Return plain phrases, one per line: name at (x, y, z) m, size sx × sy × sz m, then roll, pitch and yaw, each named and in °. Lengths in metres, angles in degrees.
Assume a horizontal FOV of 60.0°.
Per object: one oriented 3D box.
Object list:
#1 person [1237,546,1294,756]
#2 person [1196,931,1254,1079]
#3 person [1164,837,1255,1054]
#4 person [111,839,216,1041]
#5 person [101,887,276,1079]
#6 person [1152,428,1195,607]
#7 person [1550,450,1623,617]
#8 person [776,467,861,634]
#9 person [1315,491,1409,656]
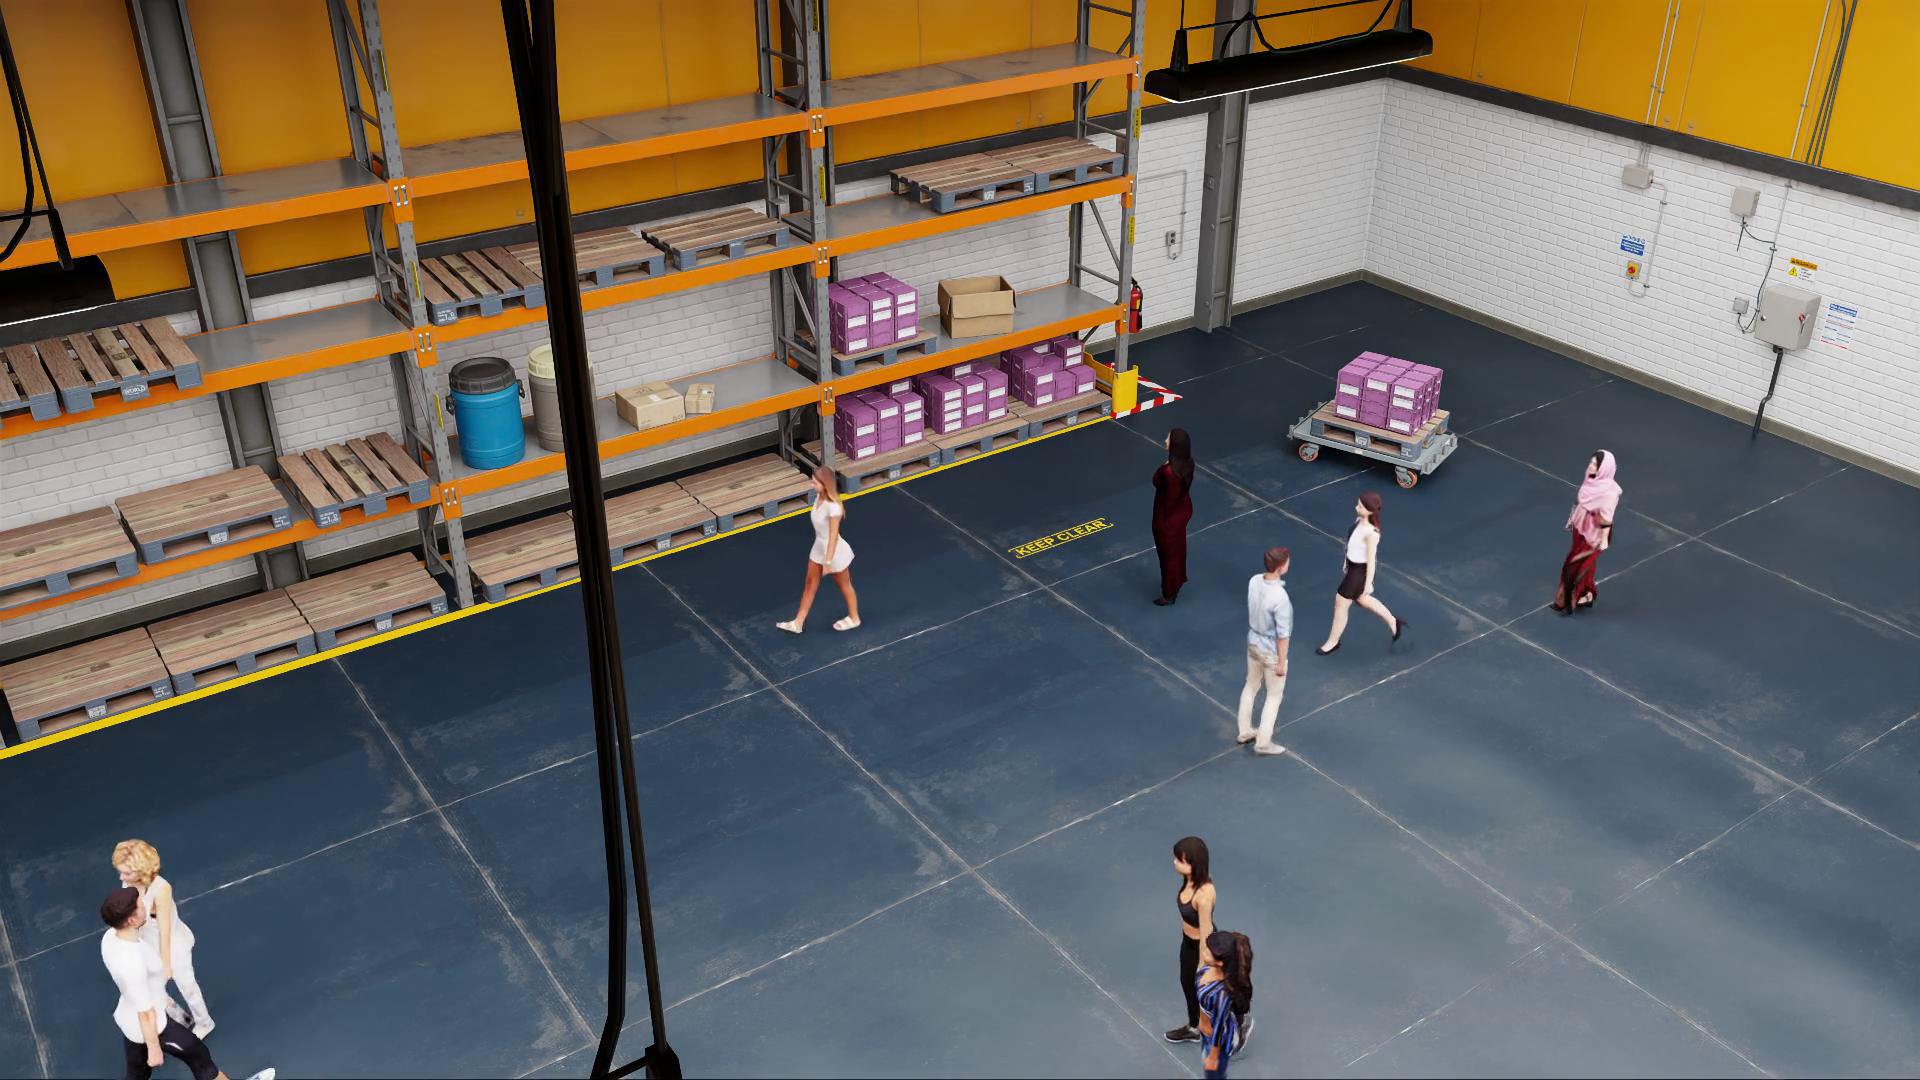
person at (2.420, 0.873, 13.321) m, size 0.591 × 1.851 × 0.684 m, roll -13°, pitch 31°, yaw -23°
person at (1.516, 2.927, 9.804) m, size 0.739 × 1.614 × 0.692 m, roll 3°, pitch 29°, yaw 5°
person at (1.575, 2.563, 10.464) m, size 0.906 × 1.621 × 0.773 m, roll -6°, pitch 29°, yaw -10°
person at (-4.956, 2.512, 10.525) m, size 0.694 × 1.652 × 0.724 m, roll 15°, pitch 32°, yaw 26°
person at (-4.839, 2.864, 9.725) m, size 1.230 × 1.799 × 0.793 m, roll -22°, pitch 36°, yaw -35°
person at (1.986, -0.228, 15.439) m, size 0.824 × 1.758 × 0.735 m, roll 9°, pitch 30°, yaw 16°
person at (5.871, -0.082, 15.311) m, size 0.859 × 1.623 × 0.797 m, roll -3°, pitch 29°, yaw -5°
person at (-1.082, 0.099, 14.933) m, size 1.046 × 1.667 × 0.674 m, roll -14°, pitch 32°, yaw -24°
person at (3.579, 0.310, 14.592) m, size 1.106 × 1.623 × 0.931 m, roll -1°, pitch 29°, yaw -2°
